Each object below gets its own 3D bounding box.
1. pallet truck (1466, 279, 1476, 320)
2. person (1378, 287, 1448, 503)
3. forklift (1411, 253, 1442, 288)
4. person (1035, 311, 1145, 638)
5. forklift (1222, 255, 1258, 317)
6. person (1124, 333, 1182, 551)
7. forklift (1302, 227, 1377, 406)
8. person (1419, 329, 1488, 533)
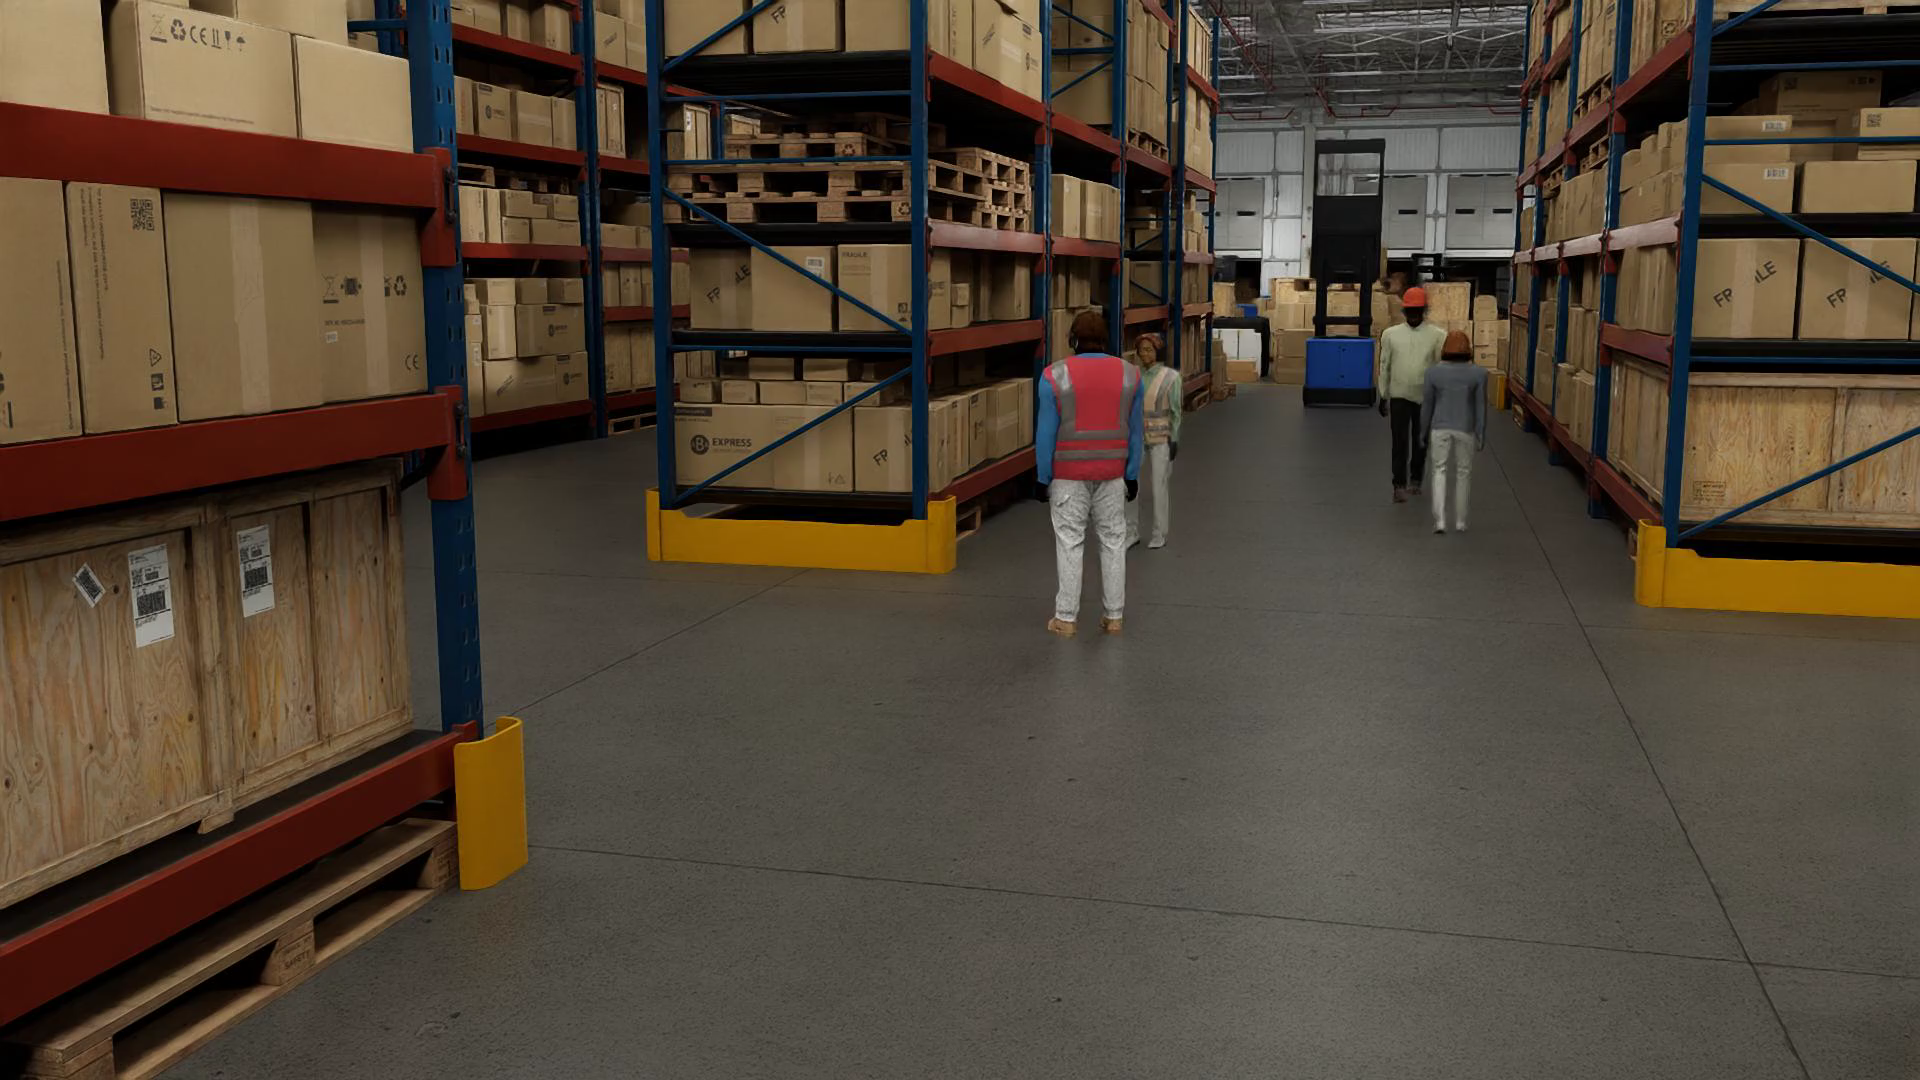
[{"bbox_3d":[18.896,-8.459,60.307,1.885,1.965,0.823,5,10,31],"label":"pallet truck"},{"bbox_3d":[4.166,-1.342,15.274,0.633,1.947,1.016,3,9,16],"label":"person"},{"bbox_3d":[15.027,-7.866,53.745,1.129,2.768,1.873,-2,9,-13],"label":"forklift"},{"bbox_3d":[0.719,-0.367,9.403,0.637,1.840,0.429,-2,9,-14],"label":"person"},{"bbox_3d":[9.336,-8.492,57.723,1.873,2.768,1.129,0,9,-3],"label":"forklift"},{"bbox_3d":[1.374,-0.719,12.332,0.556,1.617,0.585,5,10,27],"label":"person"},{"bbox_3d":[6.101,-3.577,26.497,1.129,2.768,1.873,2,9,15],"label":"forklift"},{"bbox_3d":[3.919,-0.852,13.212,0.501,1.645,0.408,3,9,16],"label":"person"}]
